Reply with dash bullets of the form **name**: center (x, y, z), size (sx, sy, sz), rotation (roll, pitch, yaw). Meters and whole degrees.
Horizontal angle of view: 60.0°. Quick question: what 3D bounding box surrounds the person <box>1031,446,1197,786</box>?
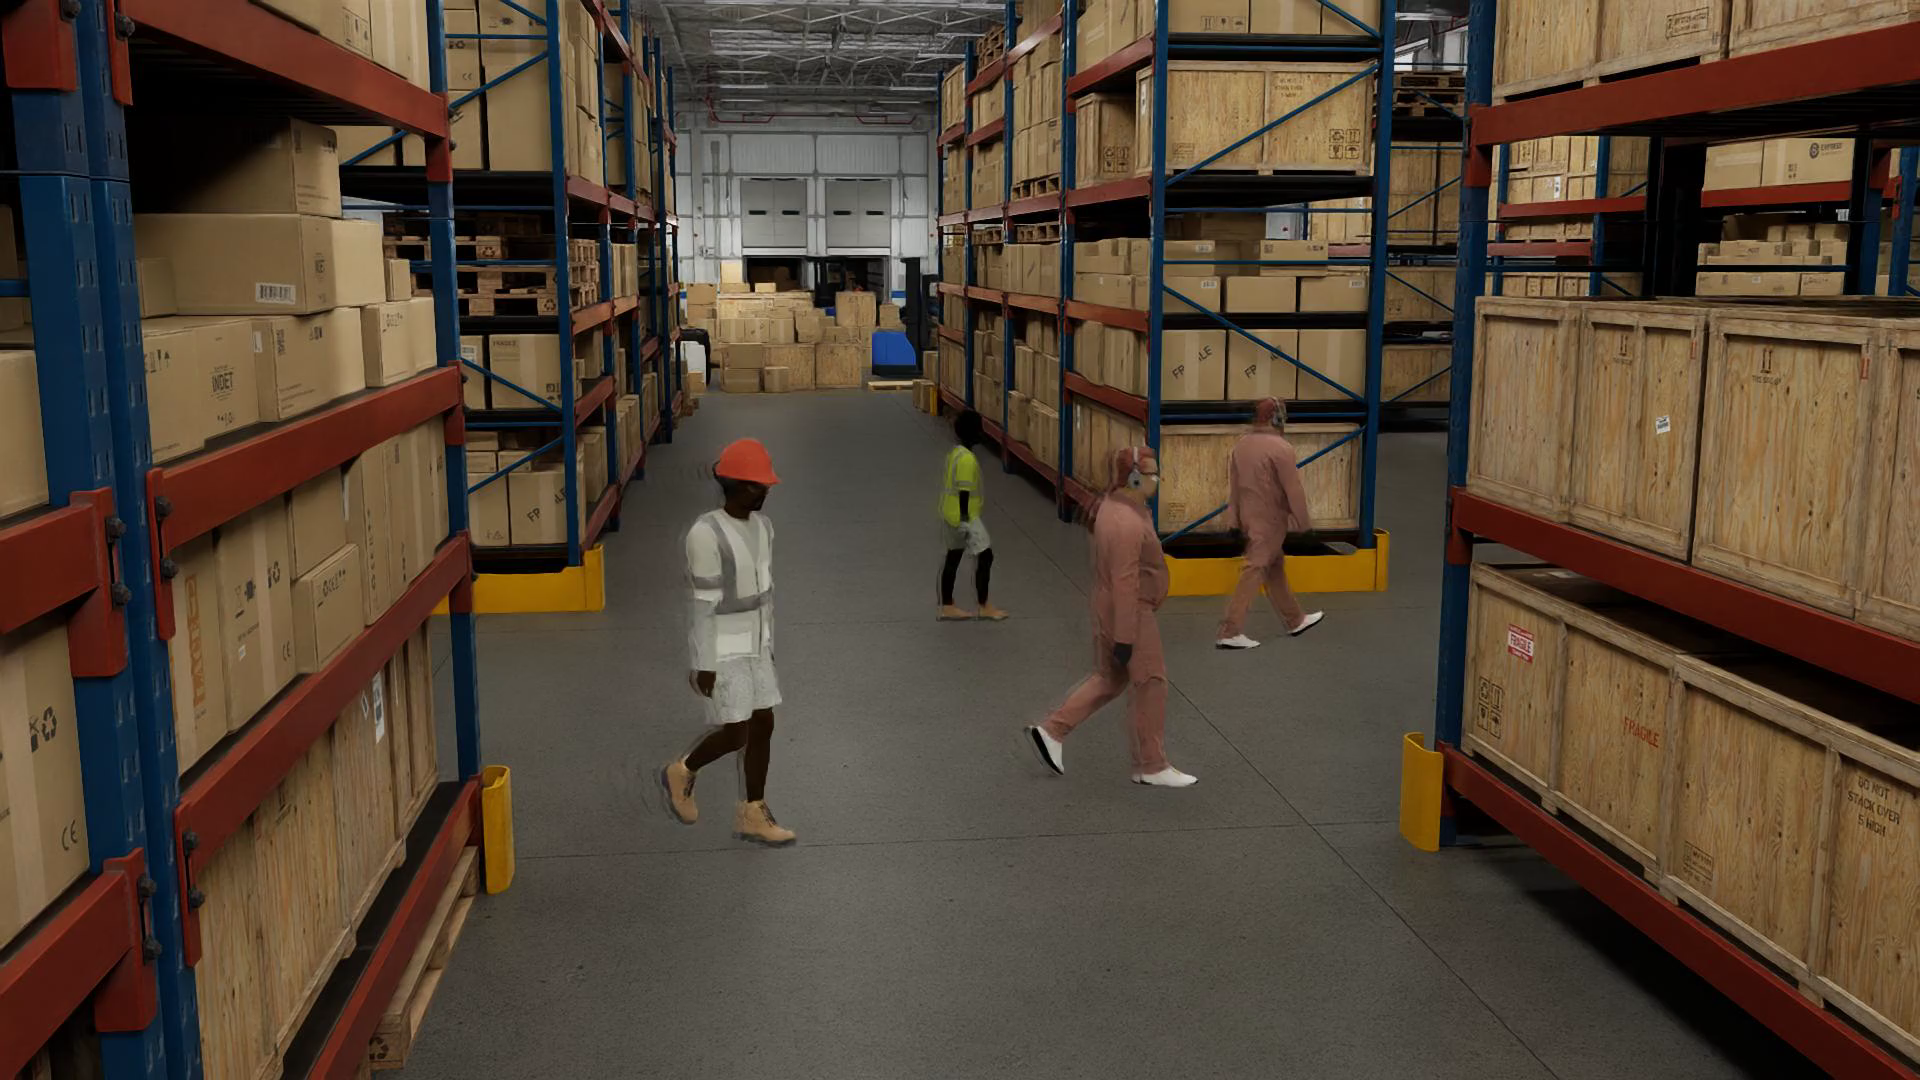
- **person**: center (0.843, 0.417, 9.047), size (0.831, 1.885, 0.640), rotation (-1, 10, -5)

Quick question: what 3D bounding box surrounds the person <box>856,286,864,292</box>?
- **person**: center (-3.243, -7.178, 53.261), size (0.987, 1.889, 0.560), rotation (8, 12, 38)

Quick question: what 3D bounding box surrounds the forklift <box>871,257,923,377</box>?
- **forklift**: center (-1.133, -5.266, 39.221), size (1.873, 2.768, 1.129), rotation (0, 10, 2)

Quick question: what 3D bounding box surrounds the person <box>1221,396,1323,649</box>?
- **person**: center (2.338, -0.129, 12.303), size (0.994, 1.856, 0.647), rotation (-3, 10, -19)

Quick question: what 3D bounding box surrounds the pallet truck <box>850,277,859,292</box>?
- **pallet truck**: center (-3.782, -9.391, 65.808), size (1.885, 1.965, 0.823), rotation (2, 10, 10)

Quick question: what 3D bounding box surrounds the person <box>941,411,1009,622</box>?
- **person**: center (0.140, -0.179, 13.080), size (0.656, 1.671, 0.558), rotation (-2, 10, -9)

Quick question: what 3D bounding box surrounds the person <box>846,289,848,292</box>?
- **person**: center (-4.374, -8.605, 61.449), size (0.583, 1.917, 0.652), rotation (-5, 11, -27)

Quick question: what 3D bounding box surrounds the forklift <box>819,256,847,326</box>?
- **forklift**: center (-4.357, -8.382, 57.366), size (1.129, 2.768, 1.873), rotation (-6, 12, -33)

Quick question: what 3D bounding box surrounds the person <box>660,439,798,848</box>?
- **person**: center (-1.130, 0.505, 8.107), size (0.623, 2.023, 0.611), rotation (5, 11, 29)
